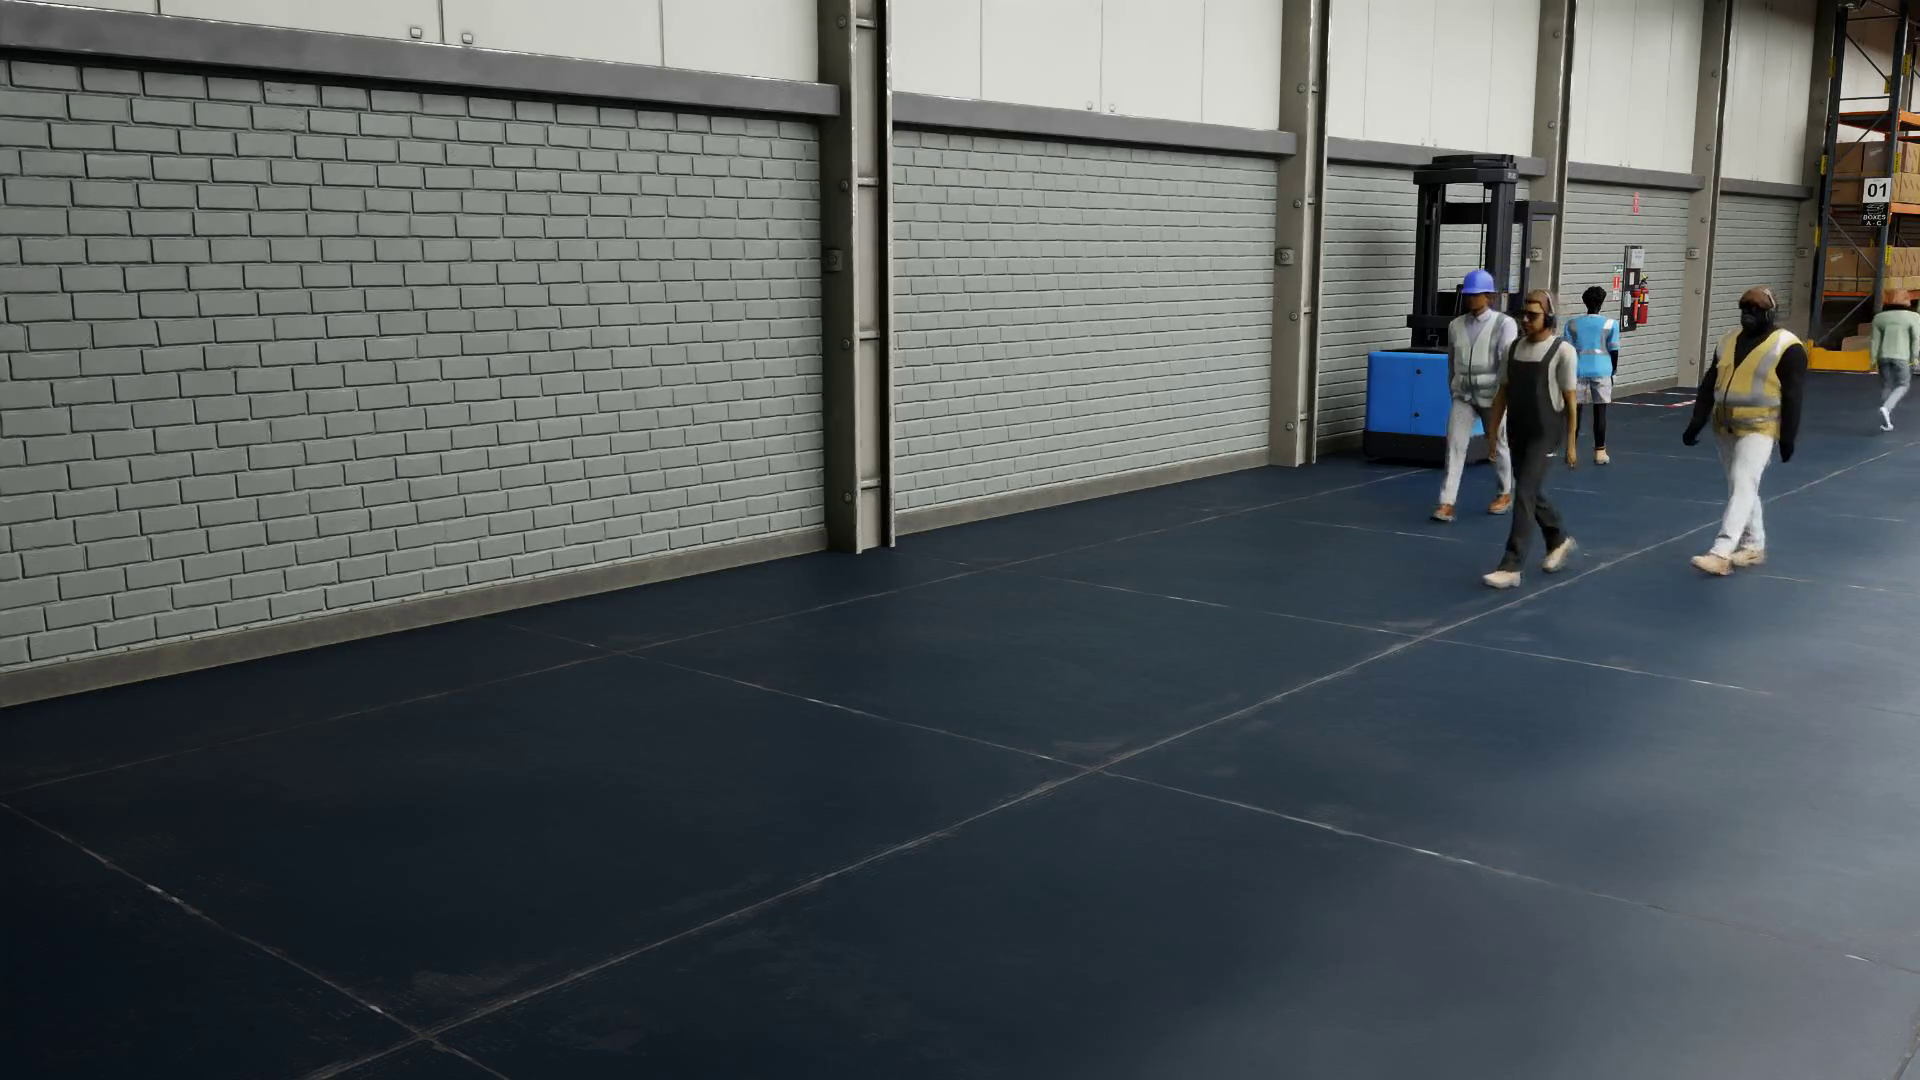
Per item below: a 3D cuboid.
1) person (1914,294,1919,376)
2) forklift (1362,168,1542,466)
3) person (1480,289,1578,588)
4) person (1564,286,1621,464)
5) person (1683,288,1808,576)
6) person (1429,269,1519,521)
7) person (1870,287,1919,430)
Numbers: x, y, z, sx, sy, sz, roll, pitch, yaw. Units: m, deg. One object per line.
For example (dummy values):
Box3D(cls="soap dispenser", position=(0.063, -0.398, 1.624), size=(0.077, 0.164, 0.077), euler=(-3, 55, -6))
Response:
Box3D(cls="person", position=(15.739, -3.475, 26.922), size=(0.507, 1.629, 0.316), euler=(1, 10, 8))
Box3D(cls="forklift", position=(4.875, -2.212, 16.287), size=(1.129, 2.768, 1.873), euler=(8, 13, 40))
Box3D(cls="person", position=(3.591, -0.646, 10.308), size=(0.912, 1.817, 0.528), euler=(-6, 12, -33))
Box3D(cls="person", position=(6.045, -1.582, 15.956), size=(0.532, 1.693, 0.319), euler=(6, 12, 31))
Box3D(cls="person", position=(4.966, -0.696, 10.624), size=(0.832, 1.803, 0.630), euler=(-4, 11, -22))
Box3D(cls="person", position=(3.969, -1.105, 12.689), size=(0.596, 1.902, 1.022), euler=(9, 14, 42))
Box3D(cls="person", position=(10.486, -2.029, 18.702), size=(0.482, 1.618, 0.517), euler=(-8, 13, -39))
